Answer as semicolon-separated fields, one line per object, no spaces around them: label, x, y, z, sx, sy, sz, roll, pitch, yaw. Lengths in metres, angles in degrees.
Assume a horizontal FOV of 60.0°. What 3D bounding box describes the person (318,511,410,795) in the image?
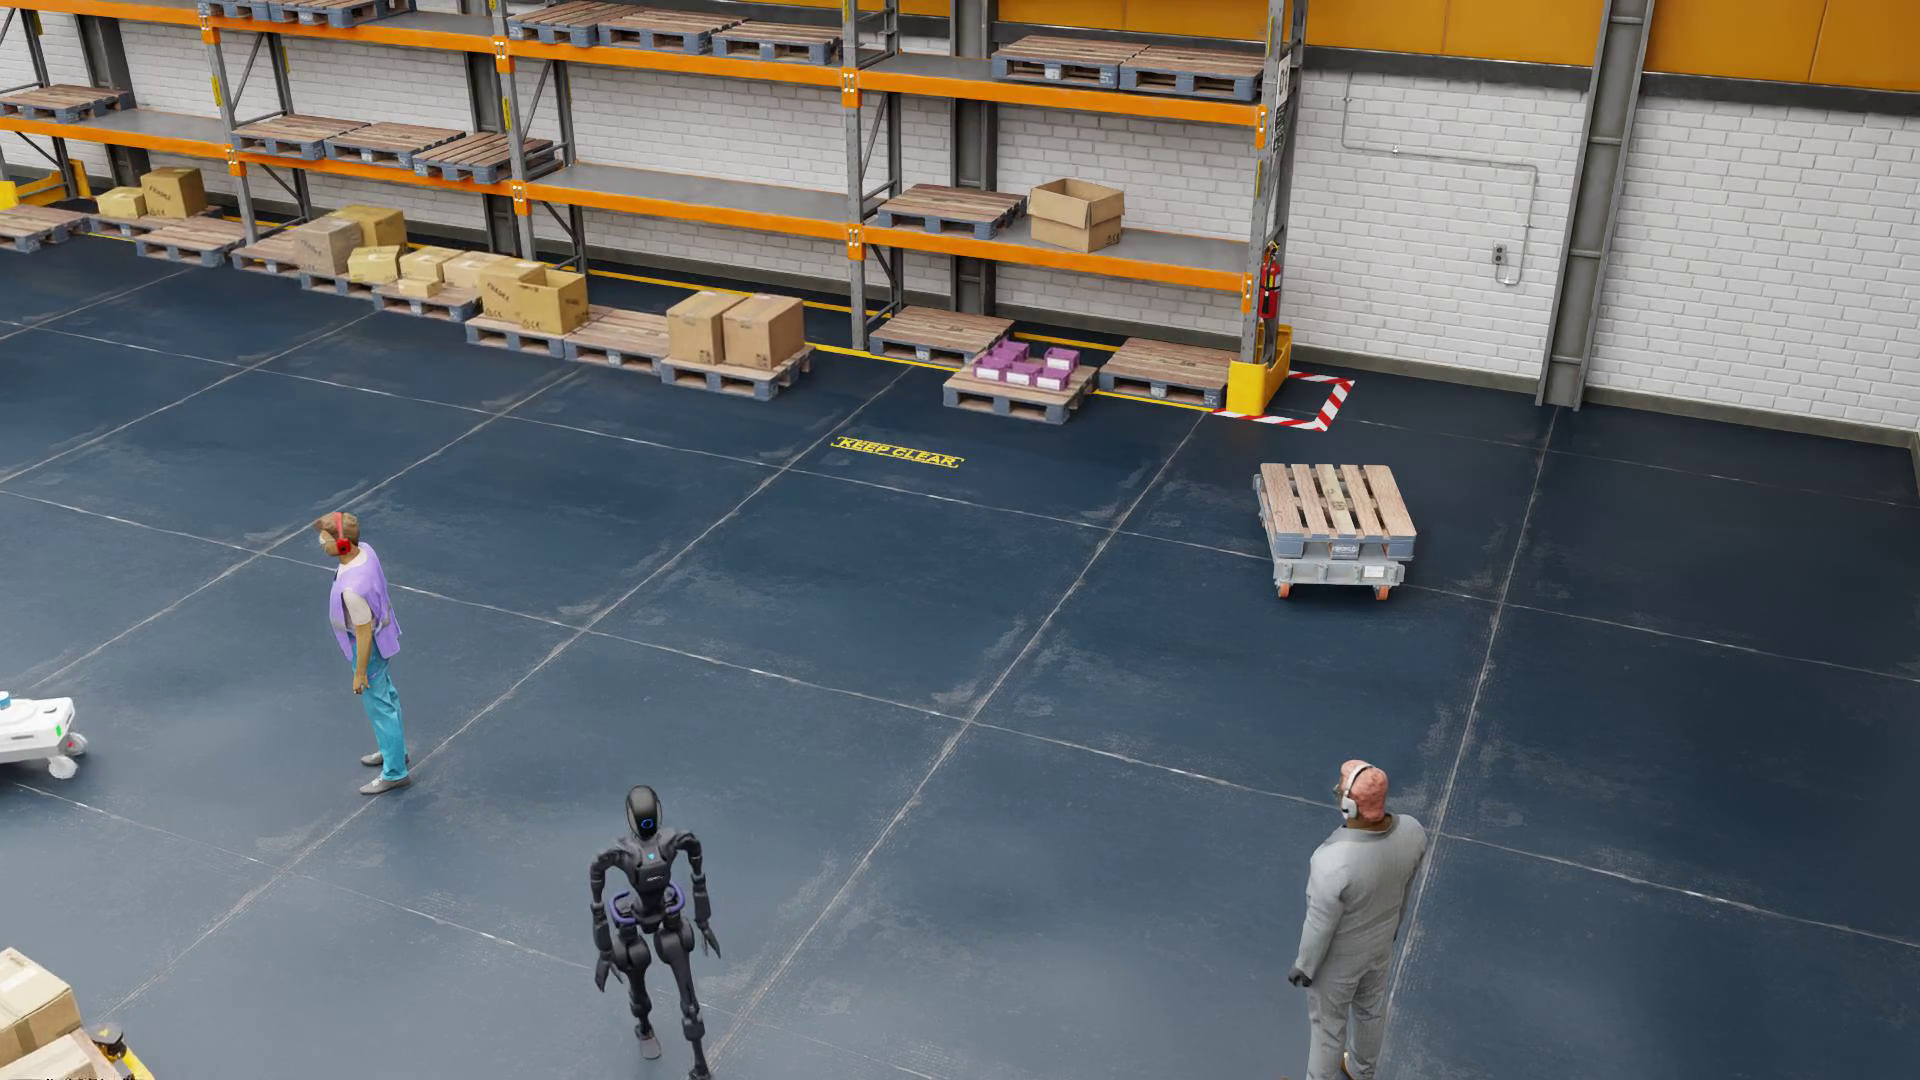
person;-3.533;0.658;9.933;0.390;1.848;0.565;-7;28;-13

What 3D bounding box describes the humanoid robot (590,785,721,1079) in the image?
humanoid robot;-1.426;1.868;7.792;0.601;1.633;0.672;-12;30;-22

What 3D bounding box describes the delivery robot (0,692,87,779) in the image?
delivery robot;-5.877;1.221;10.263;0.794;0.606;0.499;-6;28;-11

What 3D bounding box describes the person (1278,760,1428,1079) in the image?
person;1.766;1.825;7.613;0.639;1.904;0.410;-17;32;-29

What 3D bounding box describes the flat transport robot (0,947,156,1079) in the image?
flat transport robot;-4.424;2.770;7.560;0.659;0.231;1.431;23;35;37
